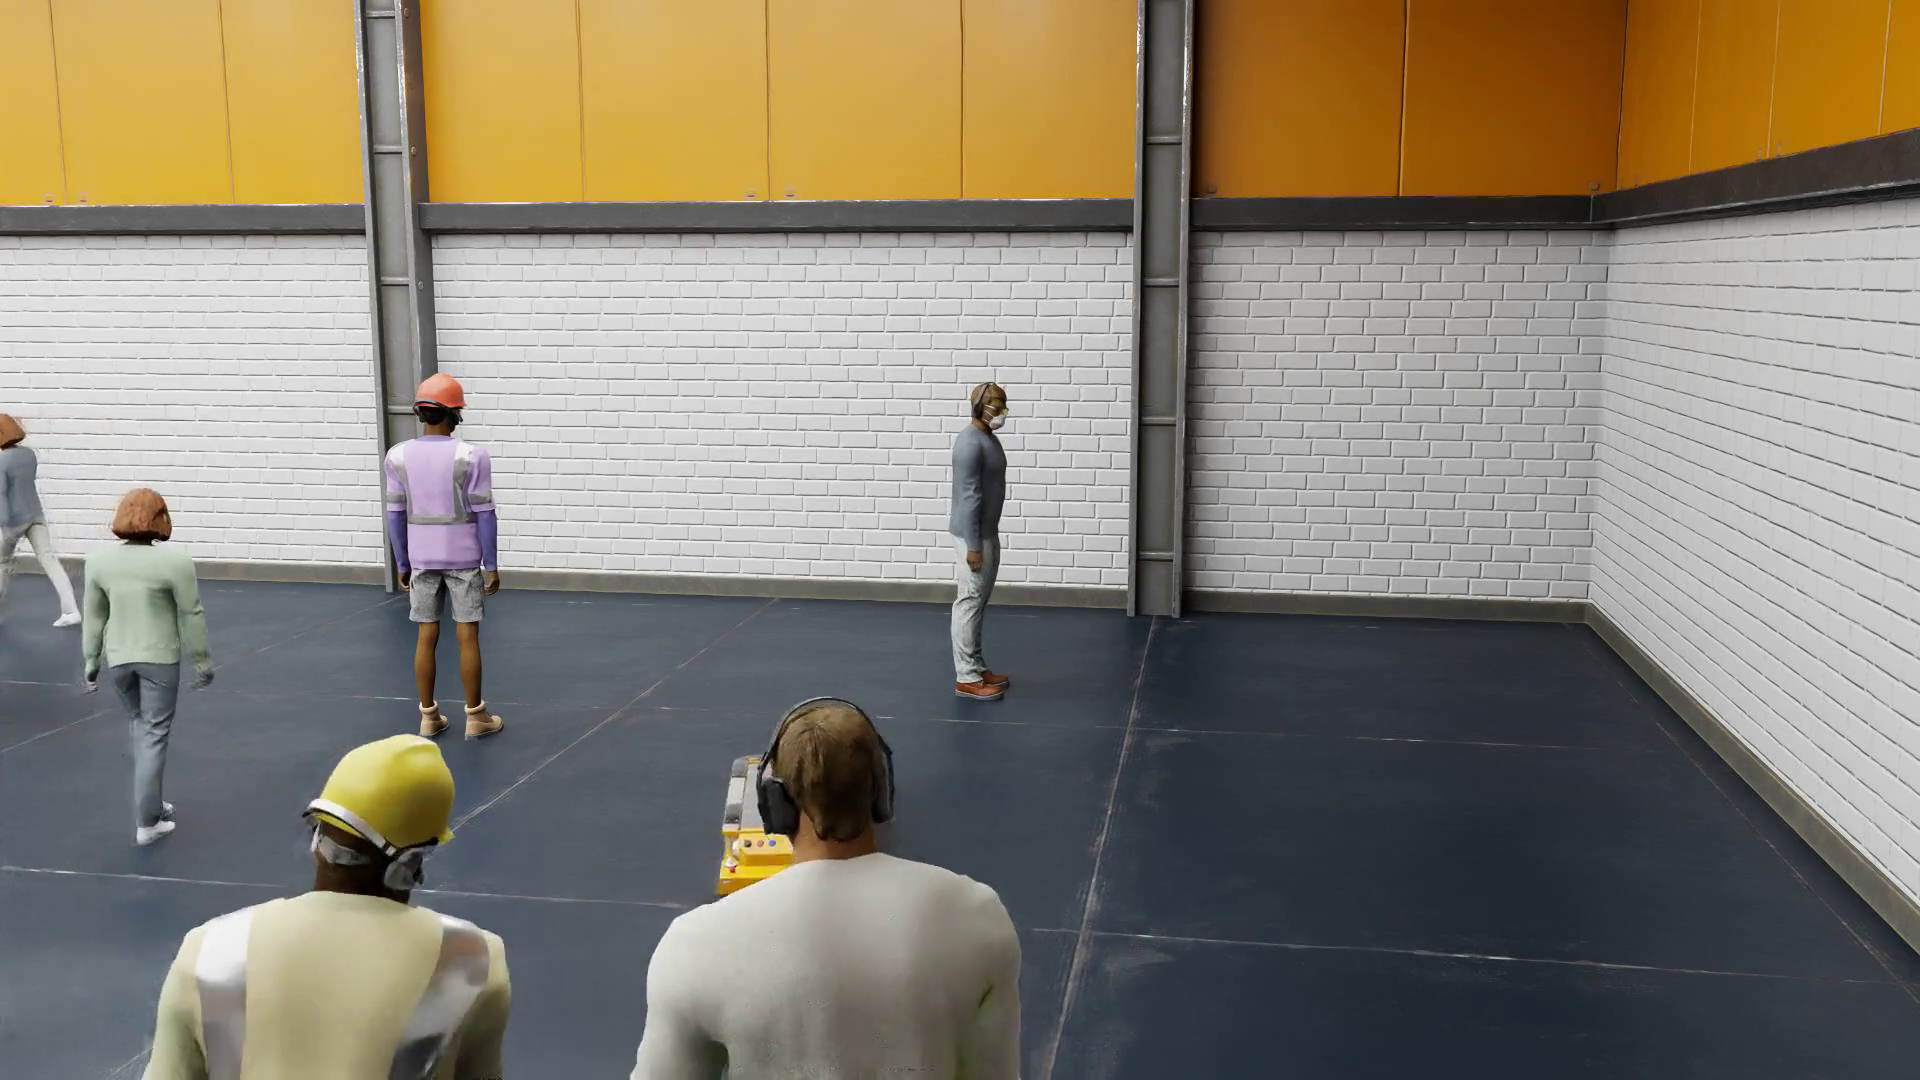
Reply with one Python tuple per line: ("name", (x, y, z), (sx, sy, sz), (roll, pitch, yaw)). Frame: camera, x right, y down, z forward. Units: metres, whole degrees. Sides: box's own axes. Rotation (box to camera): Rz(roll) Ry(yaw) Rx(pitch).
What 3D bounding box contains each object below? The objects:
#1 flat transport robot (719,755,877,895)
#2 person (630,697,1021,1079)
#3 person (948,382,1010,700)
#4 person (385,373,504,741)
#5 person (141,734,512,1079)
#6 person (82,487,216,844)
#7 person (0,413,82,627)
("flat transport robot", (-0.727, 1.255, 7.549), (0.652, 0.197, 1.431), (-1, 9, -5))
("person", (-0.244, 1.205, 2.918), (0.662, 1.867, 1.048), (-4, 10, -23))
("person", (0.127, -0.005, 10.211), (0.379, 1.933, 0.629), (2, 9, 13))
("person", (-2.842, 0.102, 9.215), (0.606, 2.044, 0.379), (1, 9, 5))
("person", (-1.134, 1.240, 3.043), (0.647, 1.771, 0.776), (-1, 9, -8))
("person", (-3.718, 0.558, 7.693), (0.529, 1.610, 0.590), (1, 9, 6))
("person", (-6.849, -0.136, 12.089), (0.904, 1.579, 0.502), (2, 9, 13))
